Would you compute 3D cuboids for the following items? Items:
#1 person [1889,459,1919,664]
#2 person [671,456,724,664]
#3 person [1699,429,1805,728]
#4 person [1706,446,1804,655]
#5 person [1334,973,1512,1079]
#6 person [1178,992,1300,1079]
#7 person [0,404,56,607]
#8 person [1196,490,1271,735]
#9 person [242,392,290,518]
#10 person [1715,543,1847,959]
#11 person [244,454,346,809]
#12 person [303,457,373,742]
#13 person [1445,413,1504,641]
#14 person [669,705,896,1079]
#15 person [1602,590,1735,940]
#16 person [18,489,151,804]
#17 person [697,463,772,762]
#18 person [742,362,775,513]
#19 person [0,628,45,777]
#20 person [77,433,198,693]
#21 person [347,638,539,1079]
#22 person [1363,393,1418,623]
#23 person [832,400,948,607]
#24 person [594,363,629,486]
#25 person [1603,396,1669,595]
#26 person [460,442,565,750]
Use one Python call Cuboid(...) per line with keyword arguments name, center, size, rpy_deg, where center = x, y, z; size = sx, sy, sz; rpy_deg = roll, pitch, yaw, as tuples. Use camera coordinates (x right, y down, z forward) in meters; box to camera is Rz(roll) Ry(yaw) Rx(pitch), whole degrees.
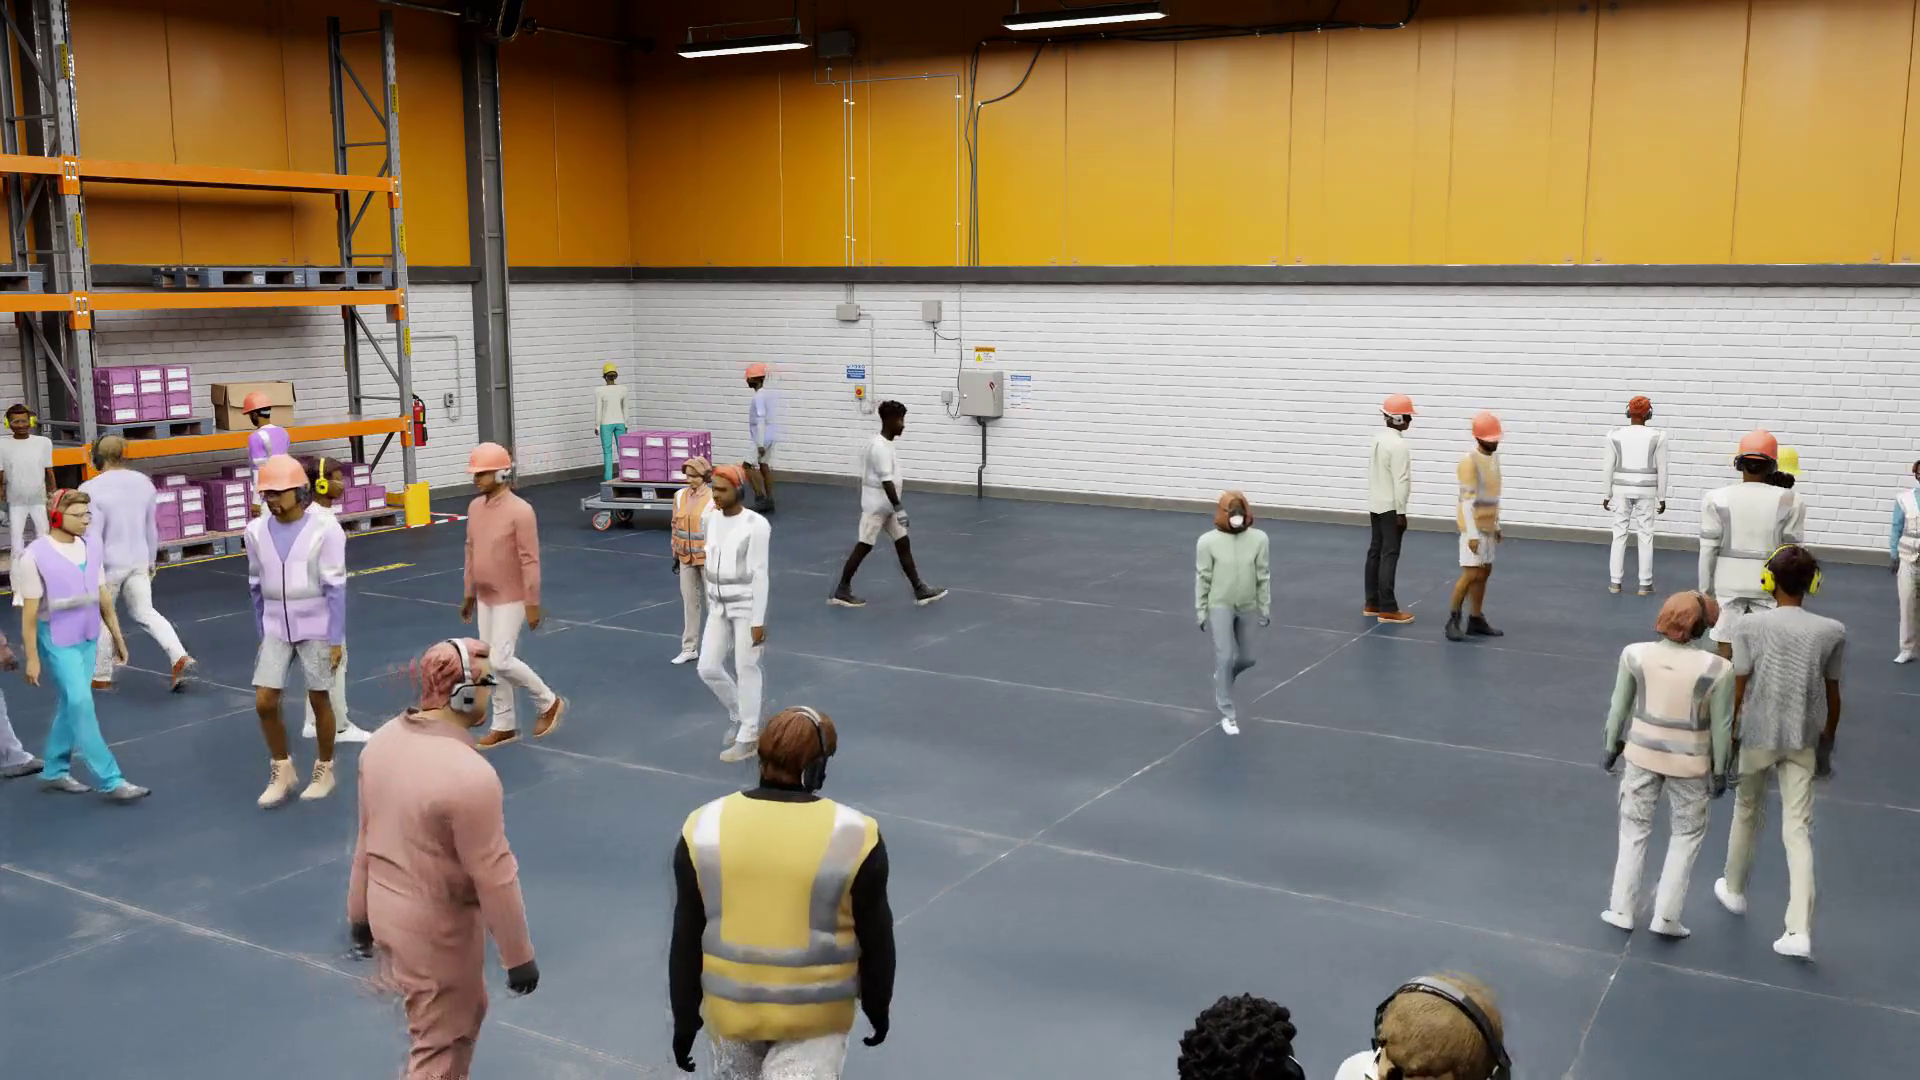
Cuboid(name="person", center=(7.517, 0.154, 12.935), size=(0.435, 1.626, 0.529), rpy_deg=(-8, 12, -41))
Cuboid(name="person", center=(-2.006, 0.166, 12.833), size=(0.514, 1.640, 0.311), rpy_deg=(5, 10, 26))
Cuboid(name="person", center=(5.053, 0.311, 10.667), size=(0.605, 2.045, 0.383), rpy_deg=(4, 10, 24))
Cuboid(name="person", center=(5.451, 0.279, 11.377), size=(0.587, 1.887, 0.956), rpy_deg=(-3, 10, -19))
Cuboid(name="person", center=(0.901, 1.623, 3.000), size=(0.702, 1.878, 0.656), rpy_deg=(-5, 11, -30))
Cuboid(name="person", center=(0.523, 1.683, 3.178), size=(0.318, 1.700, 0.535), rpy_deg=(-4, 10, -21))
Cuboid(name="person", center=(-8.525, -0.321, 15.205), size=(0.529, 1.860, 0.331), rpy_deg=(-6, 11, -33))
Cuboid(name="person", center=(1.803, 0.453, 11.112), size=(0.509, 1.611, 0.585), rpy_deg=(-2, 9, -10))
Cuboid(name="person", center=(-6.523, -0.429, 15.657), size=(0.383, 1.927, 0.543), rpy_deg=(1, 9, 8))
Cuboid(name="person", center=(3.712, 0.931, 7.546), size=(0.537, 1.824, 0.959), rpy_deg=(2, 9, 15))
Cuboid(name="person", center=(-3.761, 0.528, 9.396), size=(0.611, 2.022, 0.627), rpy_deg=(1, 9, 4))
Cuboid(name="person", center=(-4.067, 0.389, 10.773), size=(0.394, 1.877, 0.533), rpy_deg=(-3, 10, -20))
Cuboid(name="person", center=(4.299, -0.101, 13.715), size=(0.598, 1.908, 0.409), rpy_deg=(-9, 13, -44))
Cuboid(name="person", center=(-0.512, 1.369, 4.894), size=(0.636, 1.791, 0.966), rpy_deg=(2, 9, 11))
Cuboid(name="person", center=(3.195, 1.027, 7.544), size=(0.555, 1.628, 0.306), rpy_deg=(7, 11, 37))
Cuboid(name="person", center=(-5.025, 0.607, 9.545), size=(0.800, 1.805, 0.589), rpy_deg=(1, 9, 9))
Cuboid(name="person", center=(-1.402, 0.452, 10.323), size=(0.575, 1.872, 0.407), rpy_deg=(6, 11, 35))
Cuboid(name="person", center=(-2.562, -1.273, 20.967), size=(0.497, 1.921, 0.547), rpy_deg=(1, 9, 6))
Cuboid(name="person", center=(-5.852, 0.641, 9.680), size=(0.969, 1.704, 0.515), rpy_deg=(-9, 13, -43))
Cuboid(name="person", center=(-5.967, 0.180, 11.952), size=(0.902, 1.913, 0.637), rpy_deg=(4, 10, 22))
Cuboid(name="person", center=(-1.652, 1.244, 5.360), size=(0.725, 1.879, 0.616), rpy_deg=(9, 13, 43))
Cuboid(name="person", center=(3.766, -0.283, 14.529), size=(0.395, 1.994, 0.612), rpy_deg=(-1, 9, -8))
Cuboid(name="person", center=(-0.675, -0.316, 15.045), size=(1.054, 1.903, 0.589), rpy_deg=(1, 9, 8))
Cuboid(name="person", center=(-4.968, -1.640, 23.715), size=(0.525, 1.769, 0.314), rpy_deg=(-7, 11, -37))
Cuboid(name="person", center=(6.386, -0.421, 15.739), size=(0.573, 1.883, 0.354), rpy_deg=(5, 10, 29))
Cuboid(name="person", center=(-2.906, 0.353, 10.615), size=(0.621, 1.974, 0.487), rpy_deg=(8, 12, 43))
